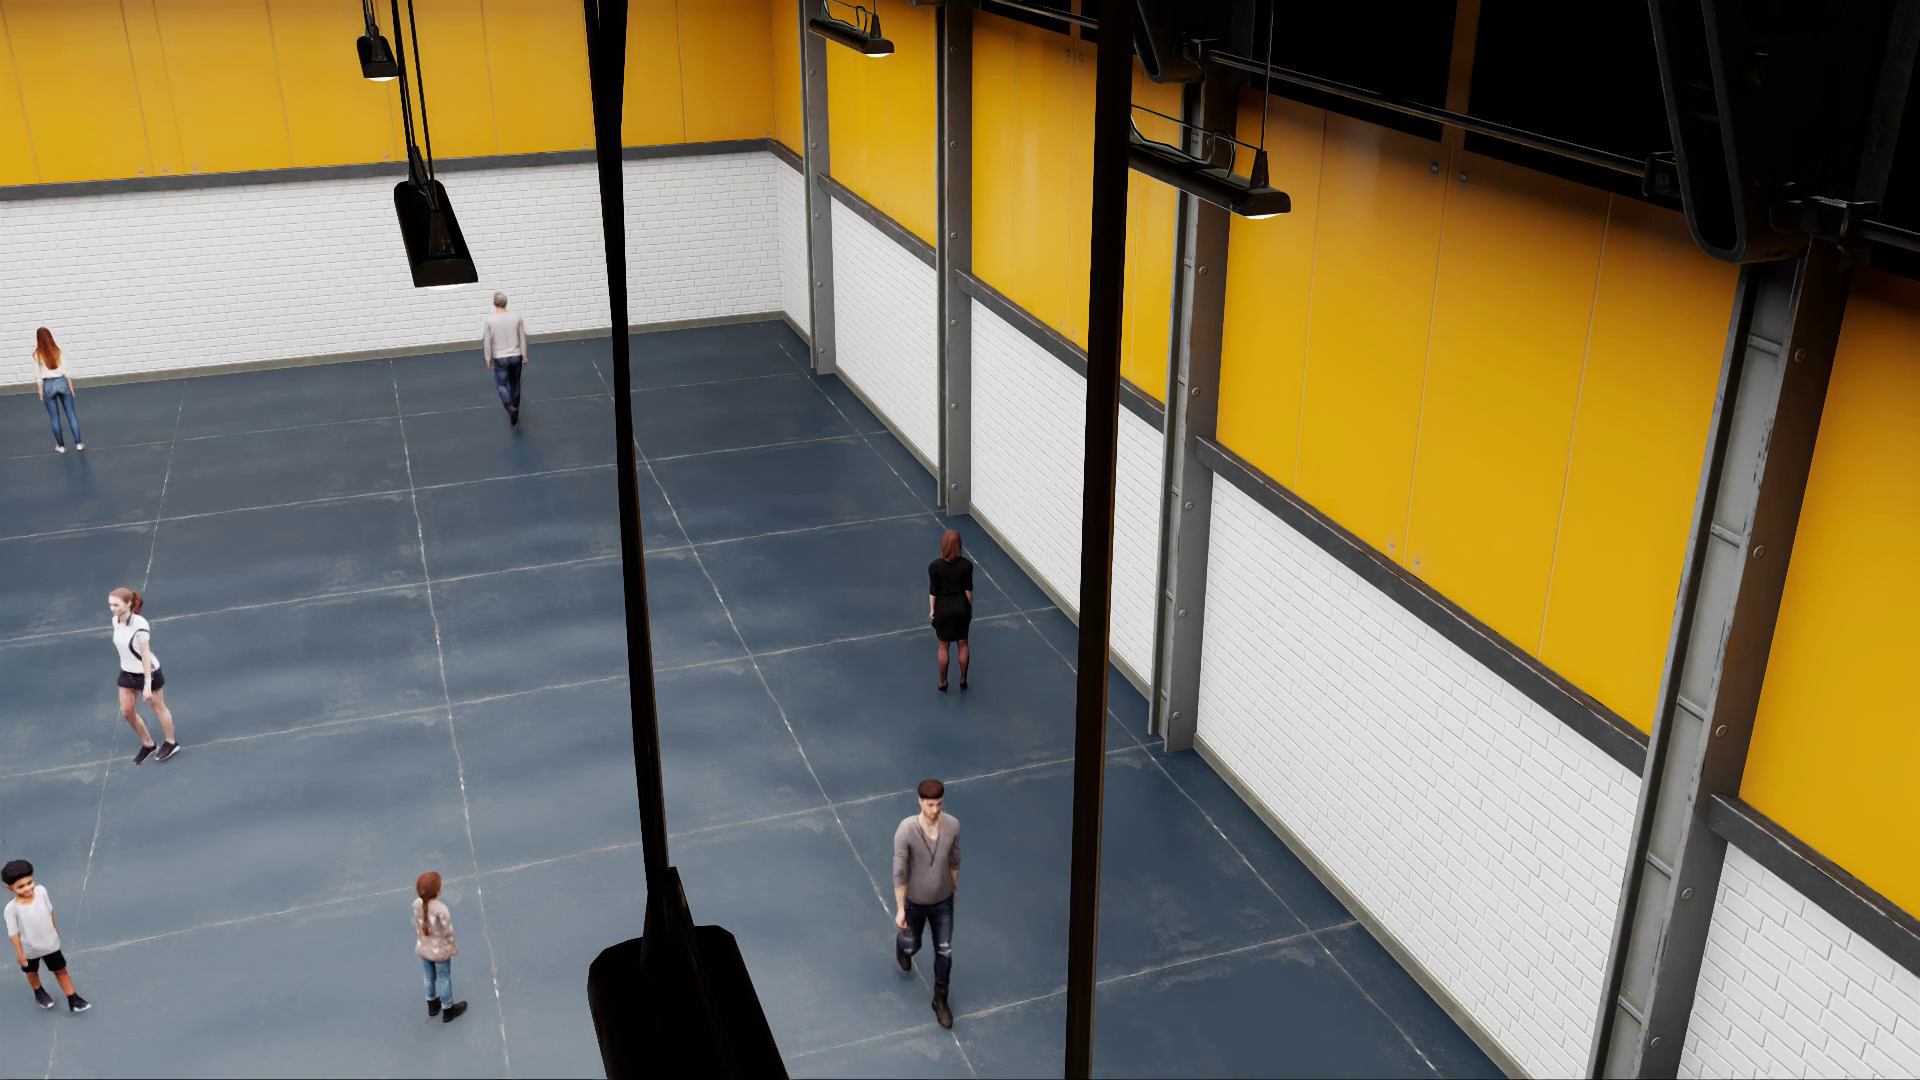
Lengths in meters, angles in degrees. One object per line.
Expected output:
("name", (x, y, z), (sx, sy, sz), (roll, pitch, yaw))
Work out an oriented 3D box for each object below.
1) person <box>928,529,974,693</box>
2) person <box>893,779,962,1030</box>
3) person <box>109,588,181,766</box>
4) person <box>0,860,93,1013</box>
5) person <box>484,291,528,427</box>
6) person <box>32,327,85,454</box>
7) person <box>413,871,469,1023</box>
("person", (-0.077, 0.692, 16.118), (0.622, 1.706, 0.550), (-4, 24, -8))
("person", (-0.265, 2.486, 11.796), (0.713, 1.881, 1.076), (-7, 25, -16))
("person", (-7.287, 1.183, 14.965), (0.725, 1.731, 0.785), (6, 24, 14))
("person", (-6.630, 2.809, 11.863), (0.871, 1.235, 0.750), (16, 28, 32))
("person", (-6.302, -2.501, 23.193), (0.793, 1.891, 1.064), (-11, 26, -23))
("person", (-12.123, -2.022, 22.299), (0.631, 1.729, 0.587), (-16, 28, -31))
("person", (-3.725, 2.871, 11.772), (0.546, 1.194, 0.606), (10, 26, 22))
